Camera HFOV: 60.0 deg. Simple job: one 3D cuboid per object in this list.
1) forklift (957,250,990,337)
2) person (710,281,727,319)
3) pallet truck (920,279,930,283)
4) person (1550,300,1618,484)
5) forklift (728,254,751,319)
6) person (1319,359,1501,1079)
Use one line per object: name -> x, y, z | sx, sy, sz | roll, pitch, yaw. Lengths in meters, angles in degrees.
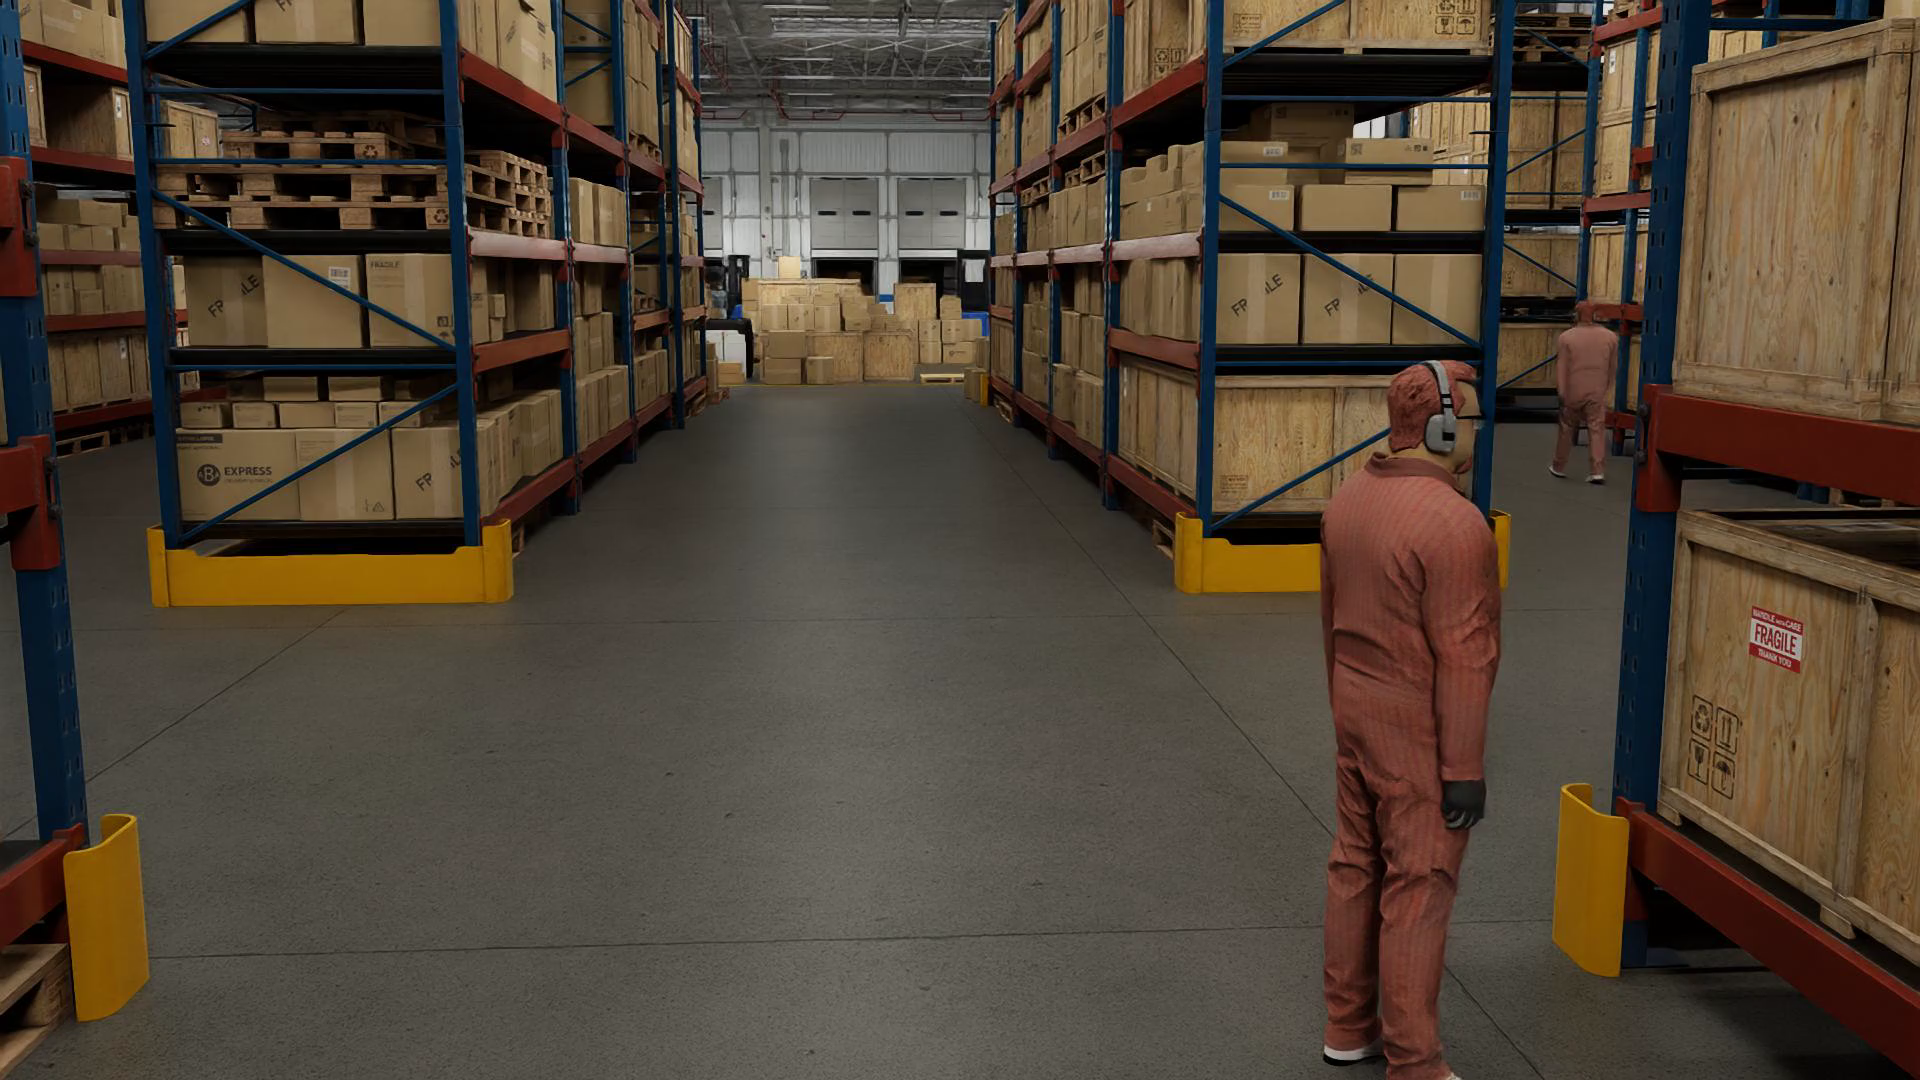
forklift -> 0.393, -6.751, 46.723 | 1.129, 2.768, 1.873 | 2, 9, 11
person -> -8.022, -7.674, 55.545 | 0.630, 1.922, 0.590 | -5, 10, -29
pallet truck -> -0.932, -8.922, 63.114 | 1.885, 1.965, 0.823 | 2, 9, 13
person -> 6.422, -1.523, 17.110 | 0.649, 1.861, 0.982 | 0, 9, 3
forklift -> -7.609, -8.483, 57.593 | 1.873, 2.768, 1.129 | 5, 10, 27
person -> 1.172, 0.495, 4.271 | 0.399, 1.909, 0.642 | -2, 9, -15
